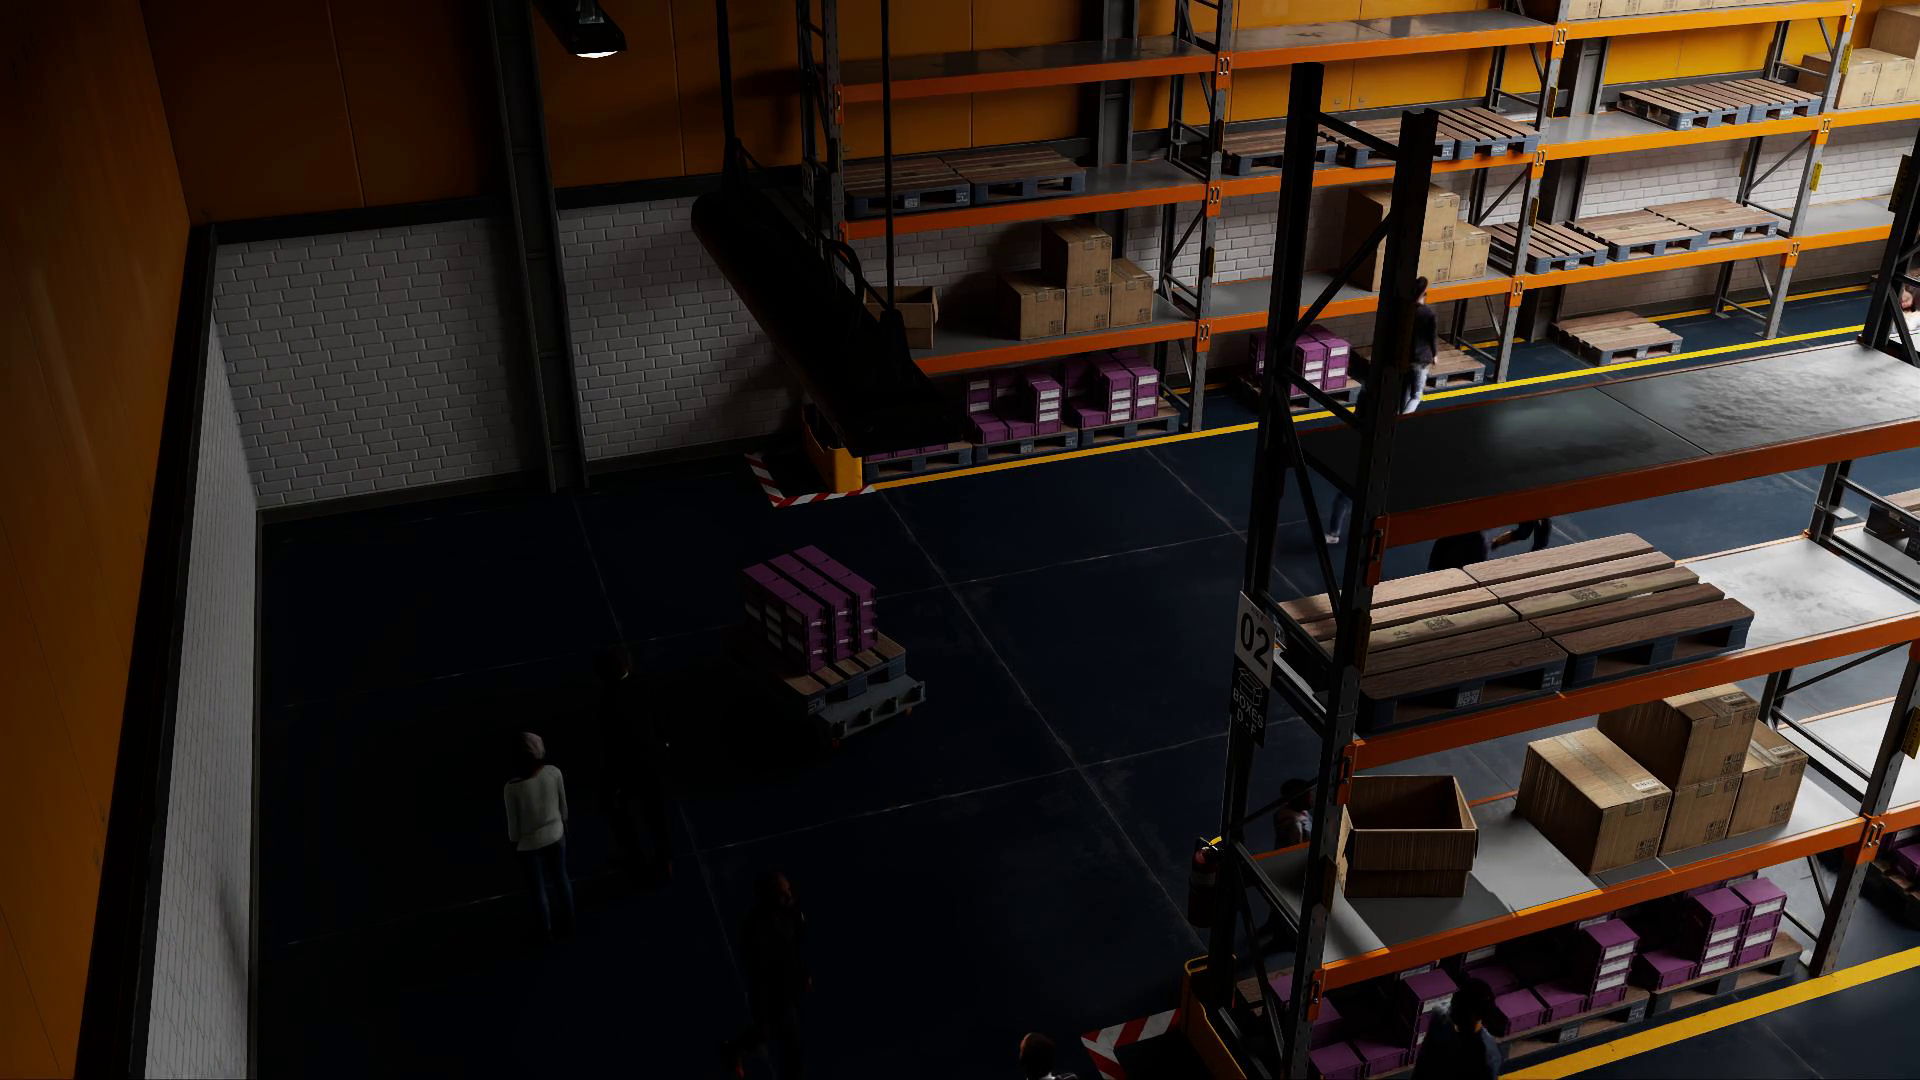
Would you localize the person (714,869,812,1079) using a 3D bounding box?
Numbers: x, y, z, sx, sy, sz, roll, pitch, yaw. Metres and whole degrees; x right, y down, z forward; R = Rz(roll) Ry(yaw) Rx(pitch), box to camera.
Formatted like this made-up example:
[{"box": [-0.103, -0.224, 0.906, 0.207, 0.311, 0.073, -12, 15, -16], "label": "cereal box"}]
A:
[{"box": [-1.110, 2.578, 9.540, 1.156, 1.799, 1.043, 9, 30, 15], "label": "person"}]

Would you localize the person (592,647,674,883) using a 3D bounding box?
[{"box": [-2.164, 1.575, 11.299, 1.085, 1.875, 0.987, 20, 34, 32], "label": "person"}]

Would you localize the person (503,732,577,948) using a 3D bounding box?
[{"box": [-2.751, 1.937, 10.878, 0.537, 1.644, 0.694, -21, 35, -34], "label": "person"}]

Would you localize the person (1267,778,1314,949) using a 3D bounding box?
[{"box": [2.171, 2.099, 10.981, 0.578, 1.260, 0.547, 1, 29, 2], "label": "person"}]

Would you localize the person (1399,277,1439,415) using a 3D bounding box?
[{"box": [4.816, -1.889, 17.707, 0.933, 1.821, 1.116, 24, 37, 36], "label": "person"}]

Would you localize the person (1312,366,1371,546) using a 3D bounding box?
[{"box": [3.935, -0.788, 15.706, 1.246, 1.805, 0.791, -15, 32, -25], "label": "person"}]

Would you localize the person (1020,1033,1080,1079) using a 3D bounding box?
[{"box": [0.395, 3.208, 8.365, 0.538, 1.818, 0.758, -15, 32, -26], "label": "person"}]

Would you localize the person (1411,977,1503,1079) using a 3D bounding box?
[{"box": [2.657, 2.977, 8.816, 0.971, 1.793, 0.656, -9, 30, -17], "label": "person"}]

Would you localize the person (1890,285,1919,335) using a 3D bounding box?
[{"box": [10.134, -1.990, 18.086, 1.201, 1.635, 0.945, -23, 36, -36], "label": "person"}]
